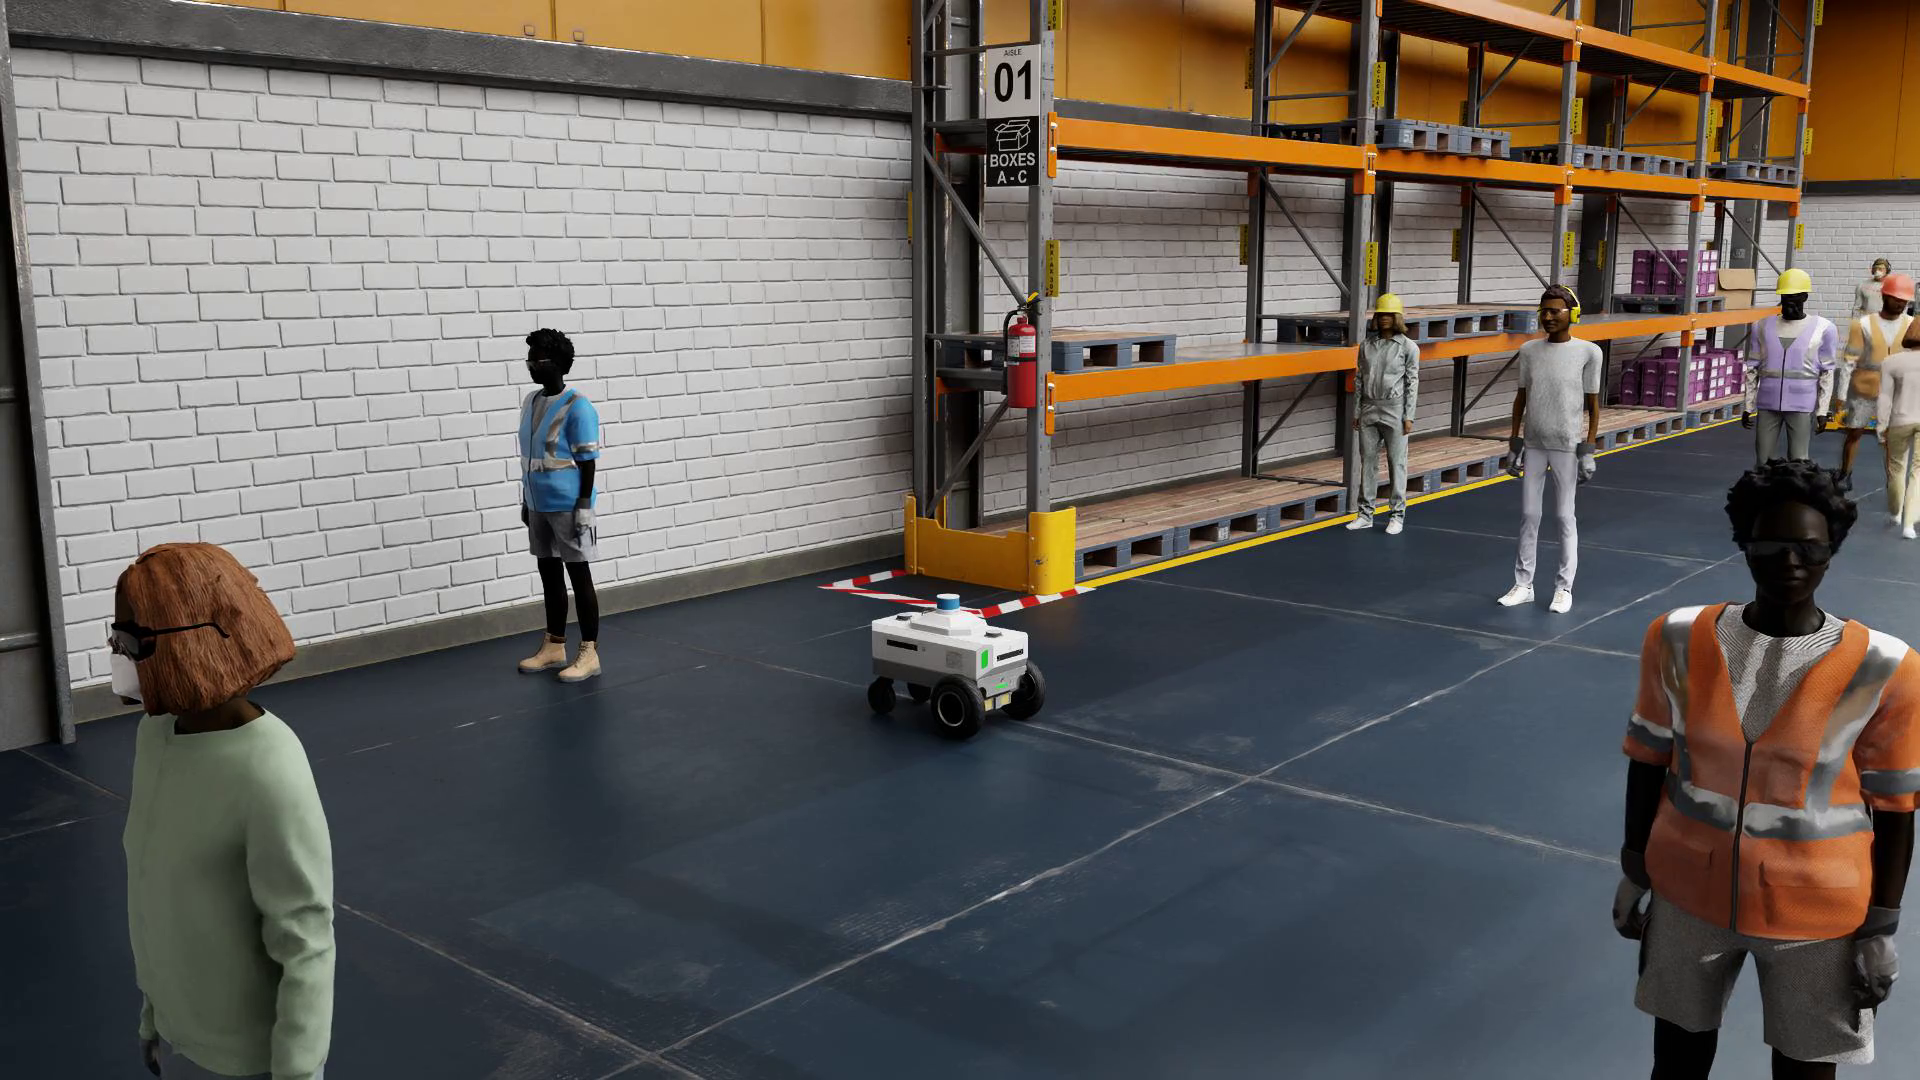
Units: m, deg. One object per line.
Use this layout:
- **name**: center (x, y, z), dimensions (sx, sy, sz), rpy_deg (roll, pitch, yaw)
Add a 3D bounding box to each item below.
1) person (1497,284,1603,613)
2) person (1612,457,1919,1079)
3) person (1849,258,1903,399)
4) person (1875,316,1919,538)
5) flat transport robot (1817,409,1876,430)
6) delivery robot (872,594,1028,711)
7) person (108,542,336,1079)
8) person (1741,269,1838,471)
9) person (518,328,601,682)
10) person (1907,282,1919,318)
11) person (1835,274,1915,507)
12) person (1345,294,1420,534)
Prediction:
- **person**: center (3.384, -0.516, 9.536), dimensions (0.531, 1.861, 0.322), rpy_deg (8, 13, 40)
- **person**: center (1.500, 0.686, 3.143), dimensions (0.540, 1.700, 0.316), rpy_deg (8, 13, 40)
- **person**: center (12.545, -2.883, 22.786), dimensions (0.635, 1.939, 0.366), rpy_deg (8, 13, 40)
- **person**: center (6.960, -0.830, 12.114), dimensions (0.515, 1.580, 0.885), rpy_deg (7, 12, 33)
- **flat transport robot**: center (10.501, -1.330, 18.688), dimensions (1.431, 0.197, 0.652), rpy_deg (8, 13, 40)
- **delivery robot**: center (-0.053, 0.480, 7.311), dimensions (0.707, 0.478, 0.477), rpy_deg (8, 13, 40)
- **person**: center (-1.161, 0.808, 2.637), dimensions (0.506, 1.633, 0.279), rpy_deg (8, 13, 40)
- **person**: center (5.939, -0.977, 11.967), dimensions (0.593, 1.926, 0.366), rpy_deg (8, 13, 40)
- **person**: center (-1.943, -0.169, 8.020), dimensions (0.539, 1.696, 0.317), rpy_deg (8, 13, 40)
- **person**: center (14.173, -3.148, 24.339), dimensions (0.610, 1.923, 0.650), rpy_deg (8, 13, 38)
- **person**: center (7.494, -1.229, 13.578), dimensions (0.595, 1.869, 1.053), rpy_deg (2, 10, 13)
- **person**: center (3.089, -0.918, 12.150), dimensions (0.492, 1.746, 0.285), rpy_deg (8, 13, 40)
